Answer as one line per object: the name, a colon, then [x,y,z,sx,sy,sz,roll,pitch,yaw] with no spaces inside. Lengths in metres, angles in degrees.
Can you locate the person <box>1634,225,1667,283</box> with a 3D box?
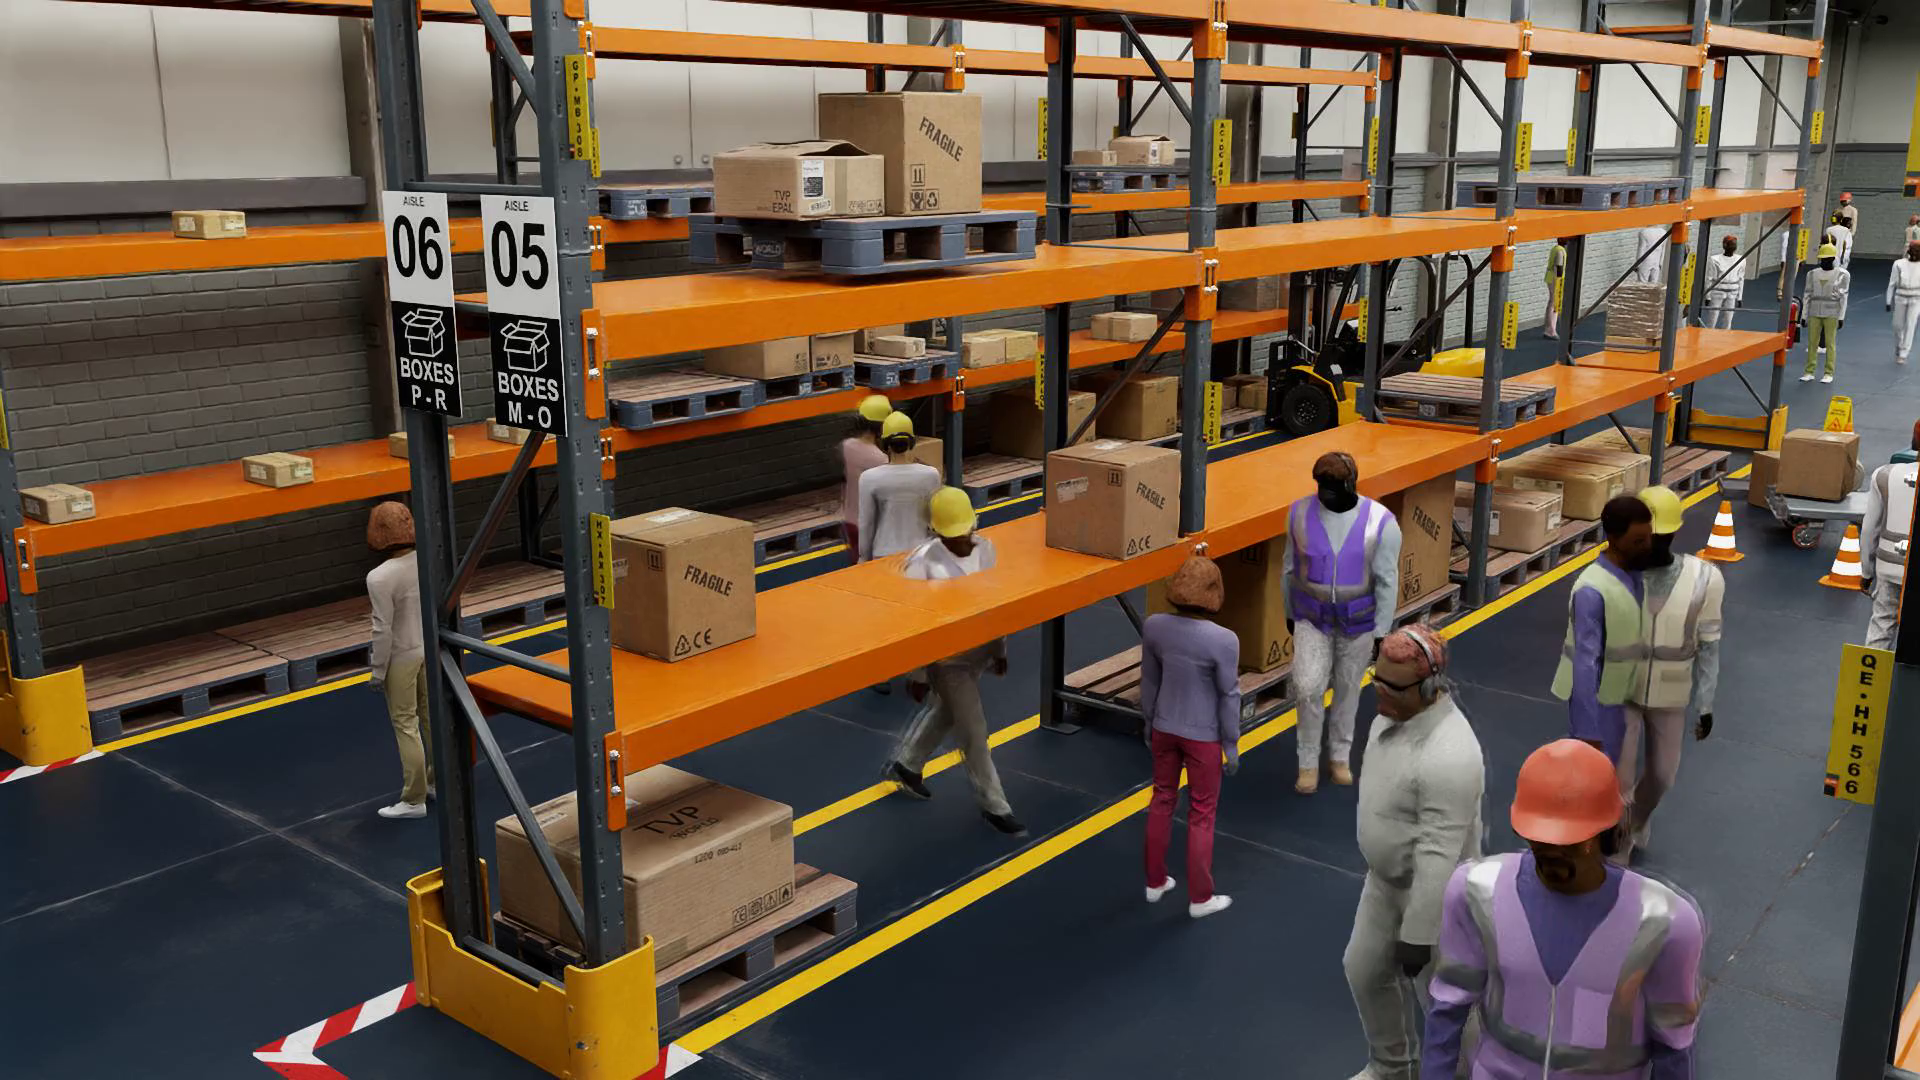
person: [13.285,-5.350,32.130,0.655,1.905,0.407,-5,15,-21]

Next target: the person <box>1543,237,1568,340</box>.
person: [10.003,-4.283,27.906,0.390,1.848,0.563,3,14,10]

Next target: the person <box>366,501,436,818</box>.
person: [-2.819,0.605,8.446,0.286,1.633,0.500,4,14,15]

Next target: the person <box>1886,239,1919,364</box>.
person: [14.348,-3.611,25.138,0.587,1.867,0.720,10,17,36]

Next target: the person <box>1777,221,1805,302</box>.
person: [17.000,-5.731,33.986,0.560,1.756,0.318,-5,15,-19]

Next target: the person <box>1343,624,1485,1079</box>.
person: [1.574,1.176,5.639,0.656,1.867,0.663,-2,14,-7]

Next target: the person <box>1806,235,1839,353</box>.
person: [13.649,-3.877,26.235,0.333,1.858,0.526,8,16,30]

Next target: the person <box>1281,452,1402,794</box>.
person: [1.965,0.449,8.691,0.611,1.821,0.627,3,14,13]

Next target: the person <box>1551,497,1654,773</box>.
person: [2.862,0.725,7.445,0.371,1.903,0.664,11,17,37]

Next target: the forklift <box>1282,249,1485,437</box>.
forklift: [4.886,-2.214,18.767,2.313,2.155,1.214,11,18,38]

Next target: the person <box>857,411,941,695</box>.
person: [-0.374,0.082,10.303,0.533,1.766,0.328,-3,14,-13]

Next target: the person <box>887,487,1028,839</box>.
person: [-0.041,0.563,8.366,0.929,1.766,0.617,11,18,38]

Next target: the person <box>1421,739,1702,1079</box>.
person: [1.454,1.464,4.153,0.622,2.019,0.620,9,16,32]

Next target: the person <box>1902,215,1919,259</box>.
person: [21.018,-6.347,36.743,0.310,1.638,0.514,-1,14,-6]

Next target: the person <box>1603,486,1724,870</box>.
person: [3.149,0.663,7.660,0.593,1.905,0.736,4,14,17]

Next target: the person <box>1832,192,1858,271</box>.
person: [21.574,-7.487,40.654,0.392,1.991,0.613,-6,15,-23]

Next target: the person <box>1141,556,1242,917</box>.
person: [1.020,0.866,7.390,0.506,1.631,0.276,12,18,40]

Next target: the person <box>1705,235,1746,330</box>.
person: [11.787,-3.751,25.665,0.577,1.884,0.353,0,14,1]

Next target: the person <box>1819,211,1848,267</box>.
person: [17.680,-5.718,33.708,0.538,1.866,0.313,-3,14,-12]

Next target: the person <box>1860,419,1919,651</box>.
person: [5.447,0.215,9.515,0.337,1.882,0.585,-9,17,-34]

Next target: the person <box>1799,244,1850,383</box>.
person: [12.011,-3.147,23.147,0.387,1.921,0.587,-12,18,-39]
